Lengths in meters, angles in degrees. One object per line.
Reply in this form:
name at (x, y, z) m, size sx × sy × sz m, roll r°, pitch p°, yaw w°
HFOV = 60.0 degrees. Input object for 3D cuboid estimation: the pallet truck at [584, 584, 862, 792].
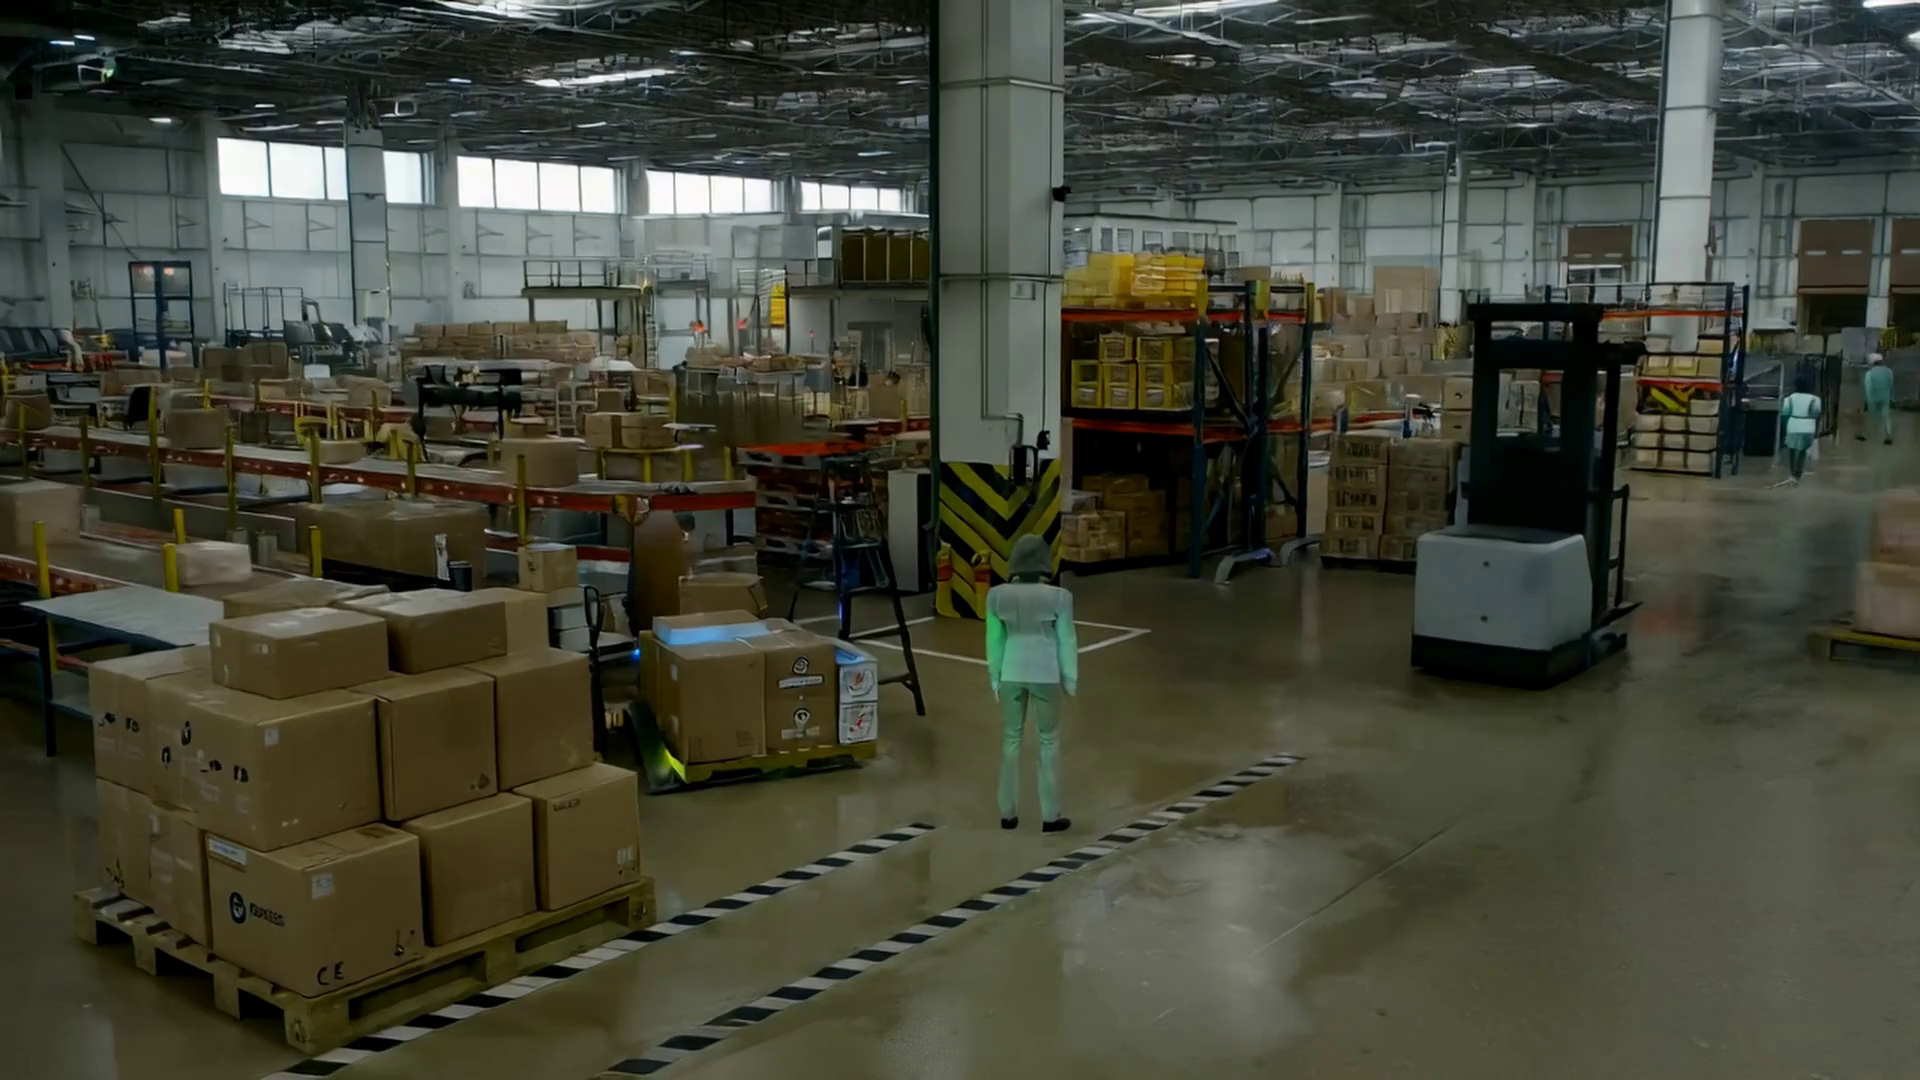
pallet truck at (-1.426, 0.805, 10.019) m, size 1.601 × 1.201 × 0.680 m, roll -4°, pitch 9°, yaw -26°

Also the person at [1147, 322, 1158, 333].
person at (5.813, -5.561, 50.196) m, size 0.396 × 2.042 × 0.611 m, roll 5°, pitch 10°, yaw 31°

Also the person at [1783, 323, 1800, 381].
person at (27.425, -6.155, 54.649) m, size 0.622 × 1.900 × 0.750 m, roll -6°, pitch 10°, yaw -34°

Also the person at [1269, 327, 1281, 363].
person at (10.258, -6.037, 54.075) m, size 0.554 × 1.848 × 0.662 m, roll -6°, pitch 10°, yaw -36°

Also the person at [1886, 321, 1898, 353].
person at (33.221, -6.856, 59.368) m, size 0.408 × 1.918 × 0.587 m, roll 1°, pitch 9°, yaw 7°

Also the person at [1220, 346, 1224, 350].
person at (6.703, -4.411, 43.085) m, size 0.580 × 1.851 × 0.537 m, roll -2°, pitch 9°, yaw -11°

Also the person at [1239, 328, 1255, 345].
person at (11.718, -8.035, 67.733) m, size 0.657 × 1.789 × 0.969 m, roll 4°, pitch 9°, yaw 25°

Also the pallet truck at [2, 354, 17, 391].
pallet truck at (-24.881, -4.417, 42.634) m, size 1.885 × 1.965 × 0.823 m, roll 8°, pitch 11°, yaw 41°

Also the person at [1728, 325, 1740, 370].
person at (29.109, -7.239, 62.561) m, size 0.520 × 1.726 × 0.442 m, roll -1°, pitch 8°, yaw -4°

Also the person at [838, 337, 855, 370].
person at (-2.943, -4.394, 43.278) m, size 0.524 × 1.763 × 0.324 m, roll 3°, pitch 9°, yaw 20°

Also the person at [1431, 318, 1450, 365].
person at (19.508, -8.048, 67.444) m, size 0.704 × 1.904 × 0.424 m, roll 4°, pitch 9°, yaw 23°

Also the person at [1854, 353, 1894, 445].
person at (17.629, -2.713, 31.961) m, size 0.605 × 1.764 × 0.974 m, roll 0°, pitch 8°, yaw 0°

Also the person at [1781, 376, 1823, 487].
person at (12.667, -1.634, 25.020) m, size 0.542 × 1.654 × 0.866 m, roll 7°, pitch 11°, yaw 38°

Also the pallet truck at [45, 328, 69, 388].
pallet truck at (-23.775, -4.544, 43.495) m, size 1.885 × 1.965 × 0.823 m, roll 6°, pitch 10°, yaw 35°

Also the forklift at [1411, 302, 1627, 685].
forklift at (4.379, -0.438, 12.852) m, size 1.129 × 2.768 × 1.873 m, roll 7°, pitch 11°, yaw 37°

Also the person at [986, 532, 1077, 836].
person at (0.383, 0.770, 8.893) m, size 0.500 × 1.633 × 0.284 m, roll 3°, pitch 9°, yaw 18°

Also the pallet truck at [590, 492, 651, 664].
pallet truck at (-3.115, 0.344, 12.883) m, size 0.653 × 1.274 × 1.630 m, roll 7°, pitch 11°, yaw 37°

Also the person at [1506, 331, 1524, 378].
person at (13.635, -4.192, 40.976) m, size 0.984 × 2.000 × 0.690 m, roll 7°, pitch 11°, yaw 39°

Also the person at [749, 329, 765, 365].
person at (-8.190, -7.900, 66.732) m, size 1.028 × 1.820 × 0.577 m, roll 6°, pitch 10°, yaw 34°
